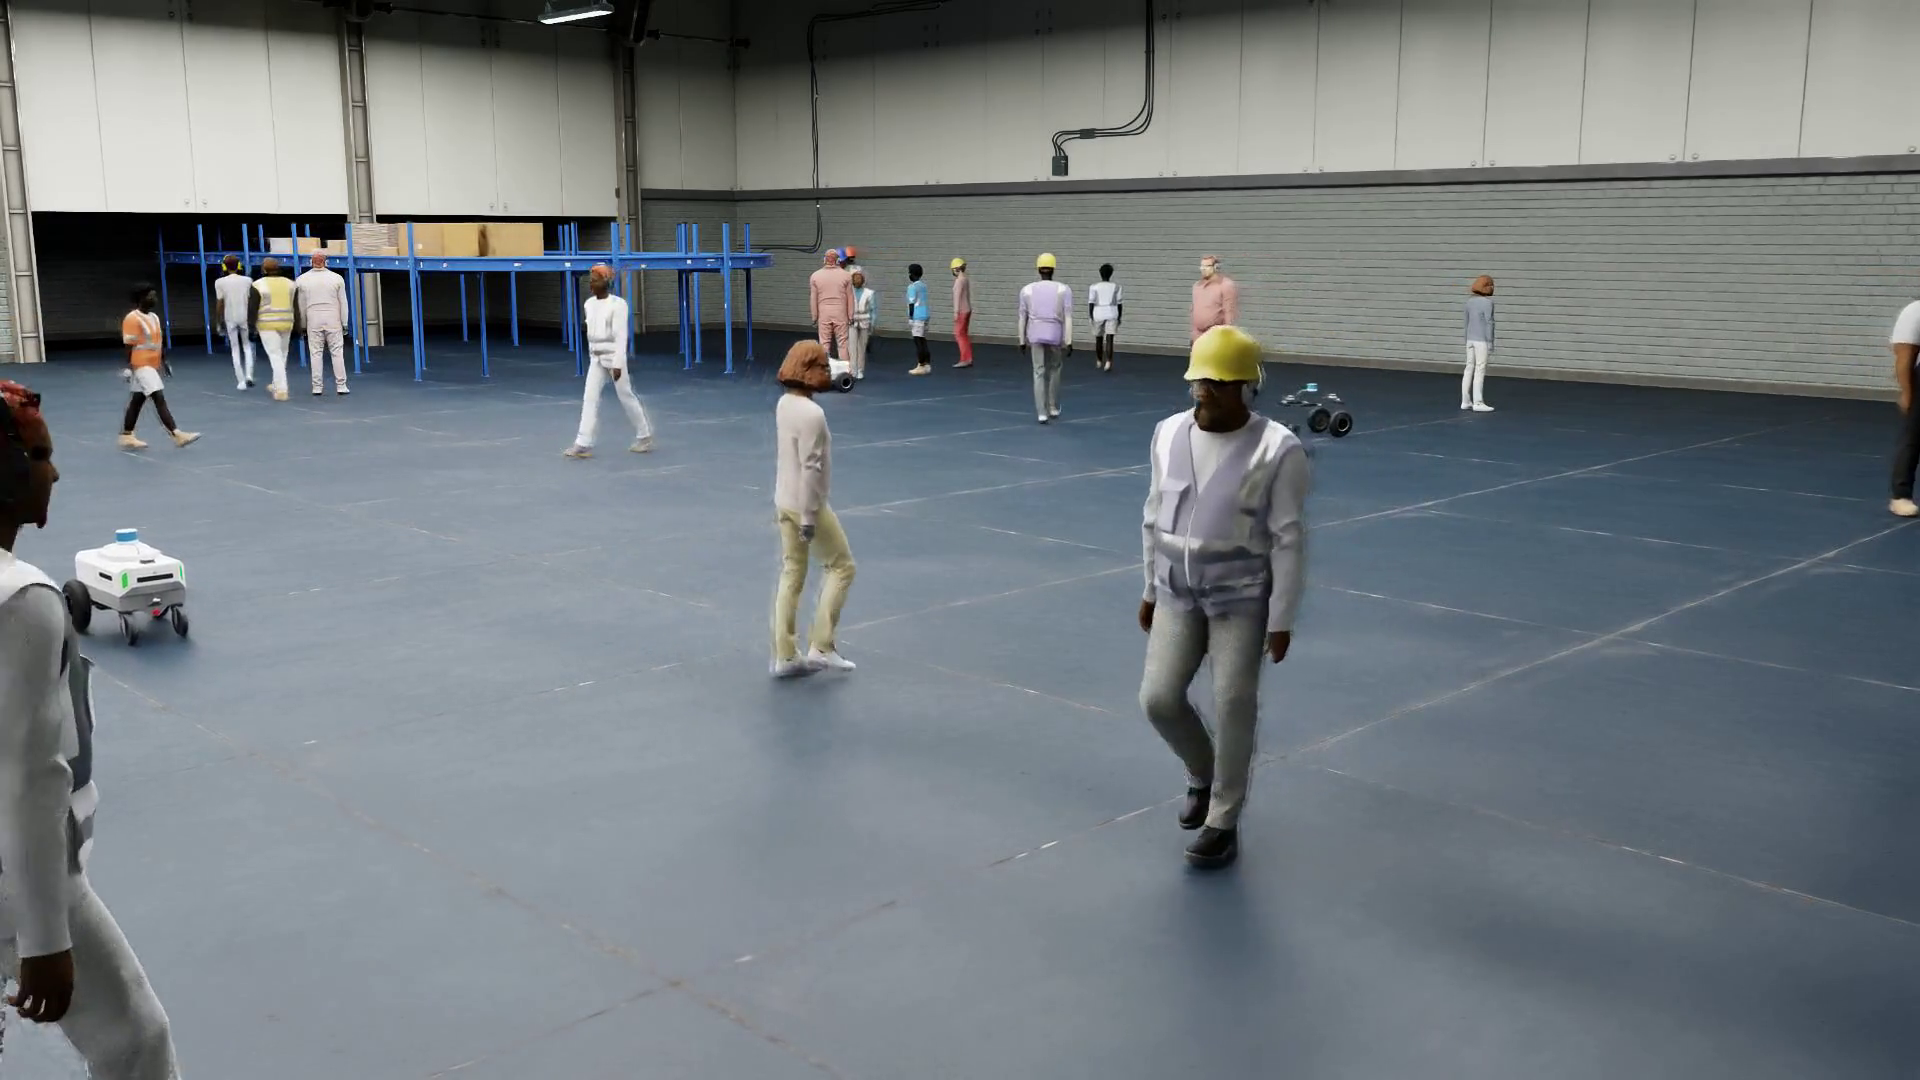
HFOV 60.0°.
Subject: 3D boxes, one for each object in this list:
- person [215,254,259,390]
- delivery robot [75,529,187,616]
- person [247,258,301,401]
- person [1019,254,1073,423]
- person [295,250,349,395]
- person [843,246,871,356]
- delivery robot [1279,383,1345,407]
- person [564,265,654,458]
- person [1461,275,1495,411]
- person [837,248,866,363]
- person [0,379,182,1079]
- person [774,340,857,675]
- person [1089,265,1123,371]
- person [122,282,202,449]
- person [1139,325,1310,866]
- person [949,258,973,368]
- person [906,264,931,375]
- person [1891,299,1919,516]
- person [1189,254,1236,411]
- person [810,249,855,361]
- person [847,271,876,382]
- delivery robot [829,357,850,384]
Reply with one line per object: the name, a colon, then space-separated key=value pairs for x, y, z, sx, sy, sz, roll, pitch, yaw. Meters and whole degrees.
person: x=-9.939 y=-2.995 z=22.871 sx=0.573 sy=1.851 sz=0.455 roll=-6 pitch=12 yaw=-31
delivery robot: x=-4.461 y=0.184 z=8.939 sx=0.707 sy=0.478 sz=0.477 roll=10 pitch=14 yaw=43
person: x=-8.947 y=-2.732 z=21.535 sx=0.851 sy=1.811 sz=0.652 roll=8 pitch=13 yaw=38
person: x=0.990 y=-2.315 z=19.041 sx=0.617 sy=1.889 sz=0.896 roll=1 pitch=10 yaw=7
person: x=-8.476 y=-2.891 z=22.156 sx=0.639 sy=1.910 sz=0.407 roll=-3 pitch=11 yaw=-17
person: x=-1.833 y=-4.083 z=28.599 sx=0.557 sy=1.926 sz=0.546 roll=-10 pitch=14 yaw=-43
delivery robot: x=3.748 y=-1.552 z=17.698 sx=0.698 sy=0.223 sz=0.335 roll=-4 pitch=11 yaw=-20
person: x=-3.387 y=-1.730 z=16.059 sx=0.593 sy=1.831 sz=1.025 roll=7 pitch=13 yaw=34
person: x=6.292 y=-2.386 z=20.146 sx=0.267 sy=1.632 sz=0.507 roll=-3 pitch=11 yaw=-18
person: x=-1.848 y=-3.833 z=27.326 sx=0.651 sy=1.894 sz=0.551 roll=1 pitch=10 yaw=7
person: x=-1.706 y=0.617 z=3.168 sx=0.612 sy=1.849 sz=0.868 roll=7 pitch=12 yaw=32
person: x=-0.697 y=-0.151 z=8.002 sx=0.494 sy=1.617 sz=0.506 roll=-6 pitch=12 yaw=-30
person: x=2.286 y=-3.486 z=26.093 sx=0.542 sy=1.650 sz=0.893 roll=0 pitch=10 yaw=2
person: x=-7.944 y=-1.711 z=16.399 sx=0.869 sy=1.642 sz=0.550 roll=0 pitch=10 yaw=-2
person: x=0.862 y=0.188 z=5.604 sx=0.618 sy=1.818 sz=0.416 roll=8 pitch=13 yaw=37
person: x=0.000 y=-3.649 z=26.737 sx=0.373 sy=1.746 sz=0.535 roll=3 pitch=11 yaw=15
person: x=-0.633 y=-3.369 z=25.383 sx=0.358 sy=1.677 sz=0.544 roll=5 pitch=12 yaw=26
person: x=7.253 y=-1.117 z=12.236 sx=0.705 sy=2.000 sz=1.018 roll=0 pitch=10 yaw=2
person: x=3.002 y=-2.458 z=19.823 sx=0.543 sy=1.892 sz=0.668 roll=-9 pitch=14 yaw=-40
person: x=-1.829 y=-3.231 z=24.006 sx=0.636 sy=1.911 sz=0.406 roll=0 pitch=10 yaw=2
person: x=-1.489 y=-3.125 z=24.284 sx=0.517 sy=1.593 sz=0.863 roll=-1 pitch=10 yaw=-5
delivery robot: x=-1.864 y=-2.323 z=22.611 sx=0.707 sy=0.478 sz=0.477 roll=-5 pitch=12 yaw=-26
